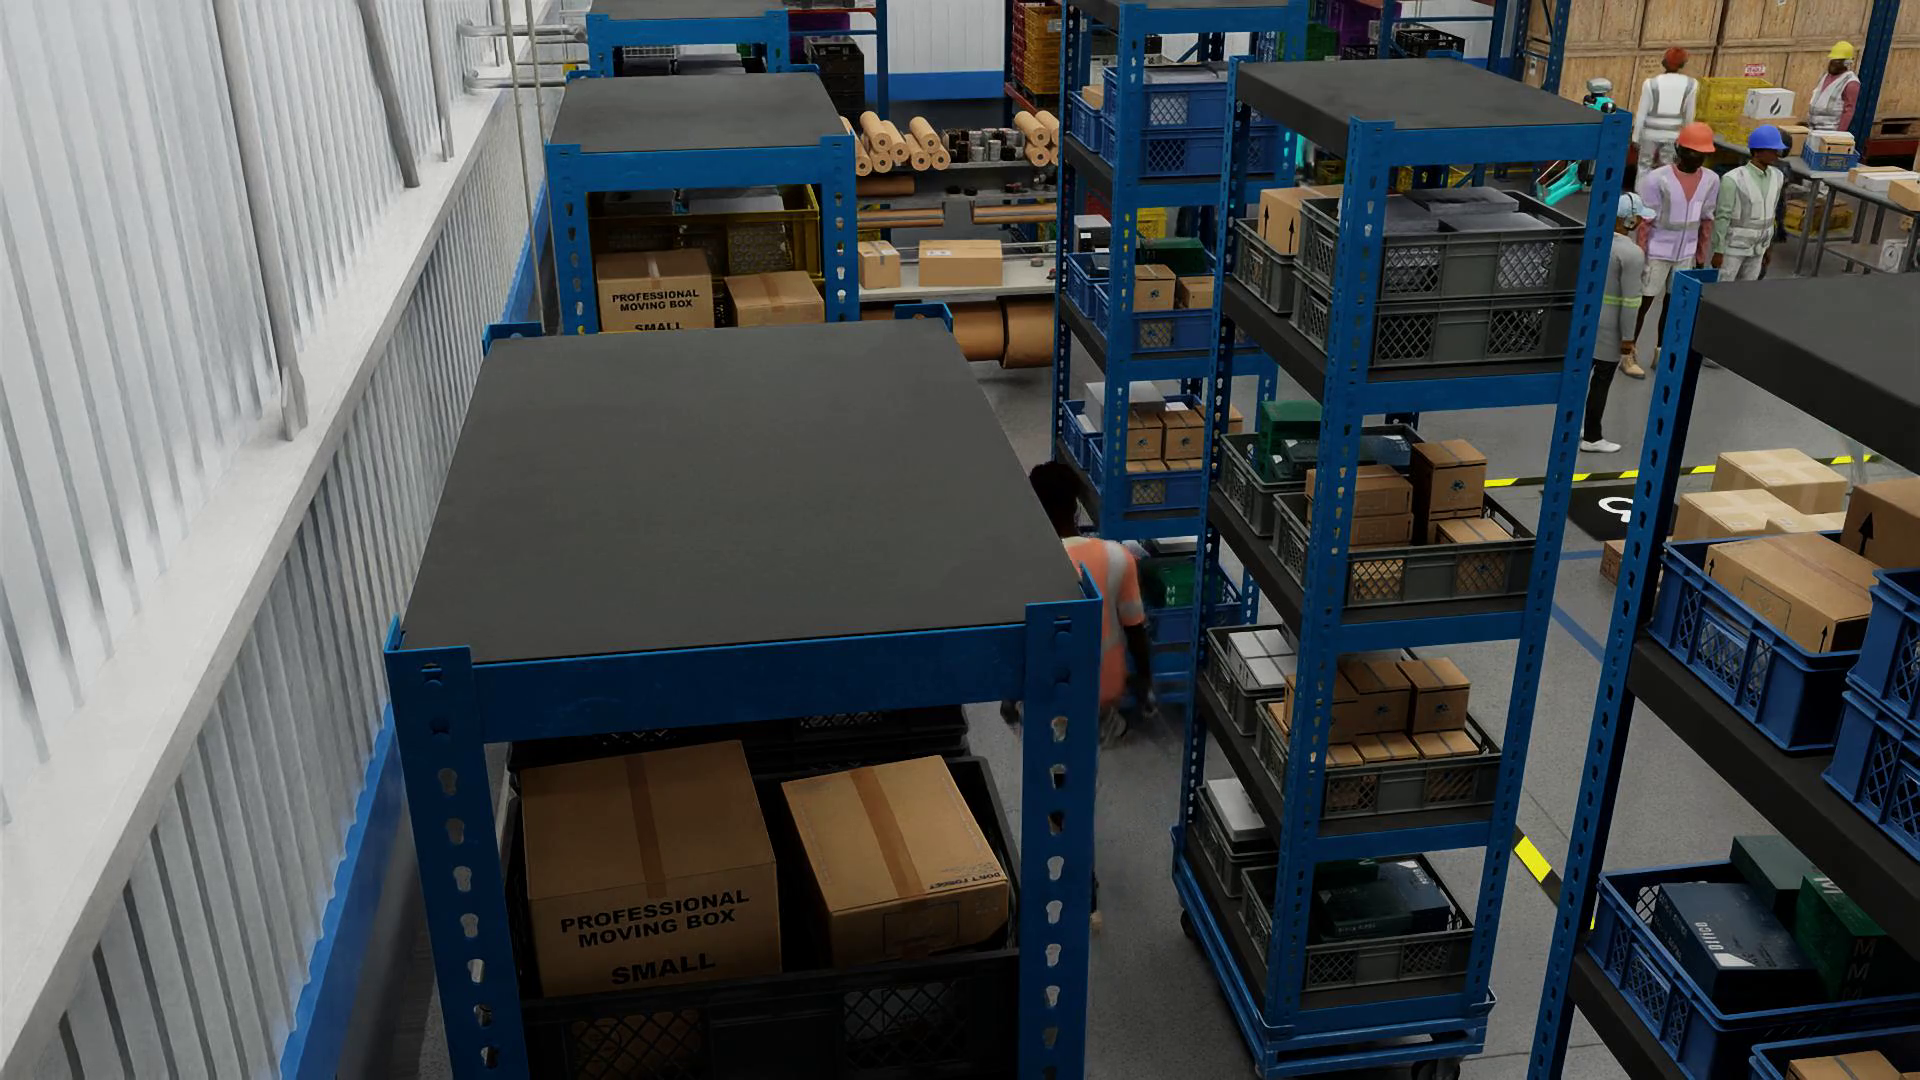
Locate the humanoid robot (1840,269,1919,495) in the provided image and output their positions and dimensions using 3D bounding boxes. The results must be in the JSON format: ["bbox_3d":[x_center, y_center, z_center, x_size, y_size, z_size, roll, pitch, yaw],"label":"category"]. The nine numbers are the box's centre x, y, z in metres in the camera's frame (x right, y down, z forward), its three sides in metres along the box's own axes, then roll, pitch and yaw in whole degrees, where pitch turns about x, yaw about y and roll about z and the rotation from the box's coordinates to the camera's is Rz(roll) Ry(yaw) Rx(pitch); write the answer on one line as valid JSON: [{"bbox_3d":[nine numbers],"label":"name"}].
[{"bbox_3d":[6.118,-1.018,10.746,1.026,1.730,0.537,-11,27,-22],"label":"humanoid robot"}]

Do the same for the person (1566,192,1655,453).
[{"bbox_3d":[4.573,-1.535,11.741,0.398,1.851,0.593,-8,26,-17],"label":"person"}]

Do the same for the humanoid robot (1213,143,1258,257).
[{"bbox_3d":[2.681,-3.496,16.136,0.783,1.779,0.562,-15,29,-29],"label":"humanoid robot"}]

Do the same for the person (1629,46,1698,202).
[{"bbox_3d":[7.468,-4.290,17.703,0.620,1.869,0.591,4,25,9],"label":"person"}]

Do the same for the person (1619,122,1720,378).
[{"bbox_3d":[5.625,-2.267,13.124,0.608,2.039,0.394,-3,25,-5],"label":"person"}]

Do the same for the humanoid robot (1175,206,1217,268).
[{"bbox_3d":[2.357,-3.489,16.212,0.616,1.639,0.408,18,30,34],"label":"humanoid robot"}]

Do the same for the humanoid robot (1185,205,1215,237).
[{"bbox_3d":[2.473,-3.847,16.904,0.544,1.789,0.666,2,25,5],"label":"humanoid robot"}]

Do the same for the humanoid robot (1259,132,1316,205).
[{"bbox_3d":[3.033,-3.063,15.237,0.535,1.800,0.792,-2,25,-4],"label":"humanoid robot"}]

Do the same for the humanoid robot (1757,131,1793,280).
[{"bbox_3d":[7.026,-2.796,14.704,0.589,1.633,0.594,-19,31,-36],"label":"humanoid robot"}]

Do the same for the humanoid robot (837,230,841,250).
[{"bbox_3d":[-1.269,-2.258,13.423,0.859,1.749,0.553,-9,26,-19],"label":"humanoid robot"}]

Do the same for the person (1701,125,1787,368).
[{"bbox_3d":[6.310,-2.366,13.430,0.612,1.950,0.376,-10,26,-20],"label":"person"}]

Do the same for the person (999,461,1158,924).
[{"bbox_3d":[0.489,0.612,7.040,0.649,1.888,1.039,-8,26,-17],"label":"person"}]

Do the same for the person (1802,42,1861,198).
[{"bbox_3d":[9.509,-4.535,18.286,0.404,1.829,0.599,-5,25,-10],"label":"person"}]

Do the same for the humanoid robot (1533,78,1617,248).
[{"bbox_3d":[5.982,-3.687,16.435,0.738,1.692,0.531,-2,25,-4],"label":"humanoid robot"}]
